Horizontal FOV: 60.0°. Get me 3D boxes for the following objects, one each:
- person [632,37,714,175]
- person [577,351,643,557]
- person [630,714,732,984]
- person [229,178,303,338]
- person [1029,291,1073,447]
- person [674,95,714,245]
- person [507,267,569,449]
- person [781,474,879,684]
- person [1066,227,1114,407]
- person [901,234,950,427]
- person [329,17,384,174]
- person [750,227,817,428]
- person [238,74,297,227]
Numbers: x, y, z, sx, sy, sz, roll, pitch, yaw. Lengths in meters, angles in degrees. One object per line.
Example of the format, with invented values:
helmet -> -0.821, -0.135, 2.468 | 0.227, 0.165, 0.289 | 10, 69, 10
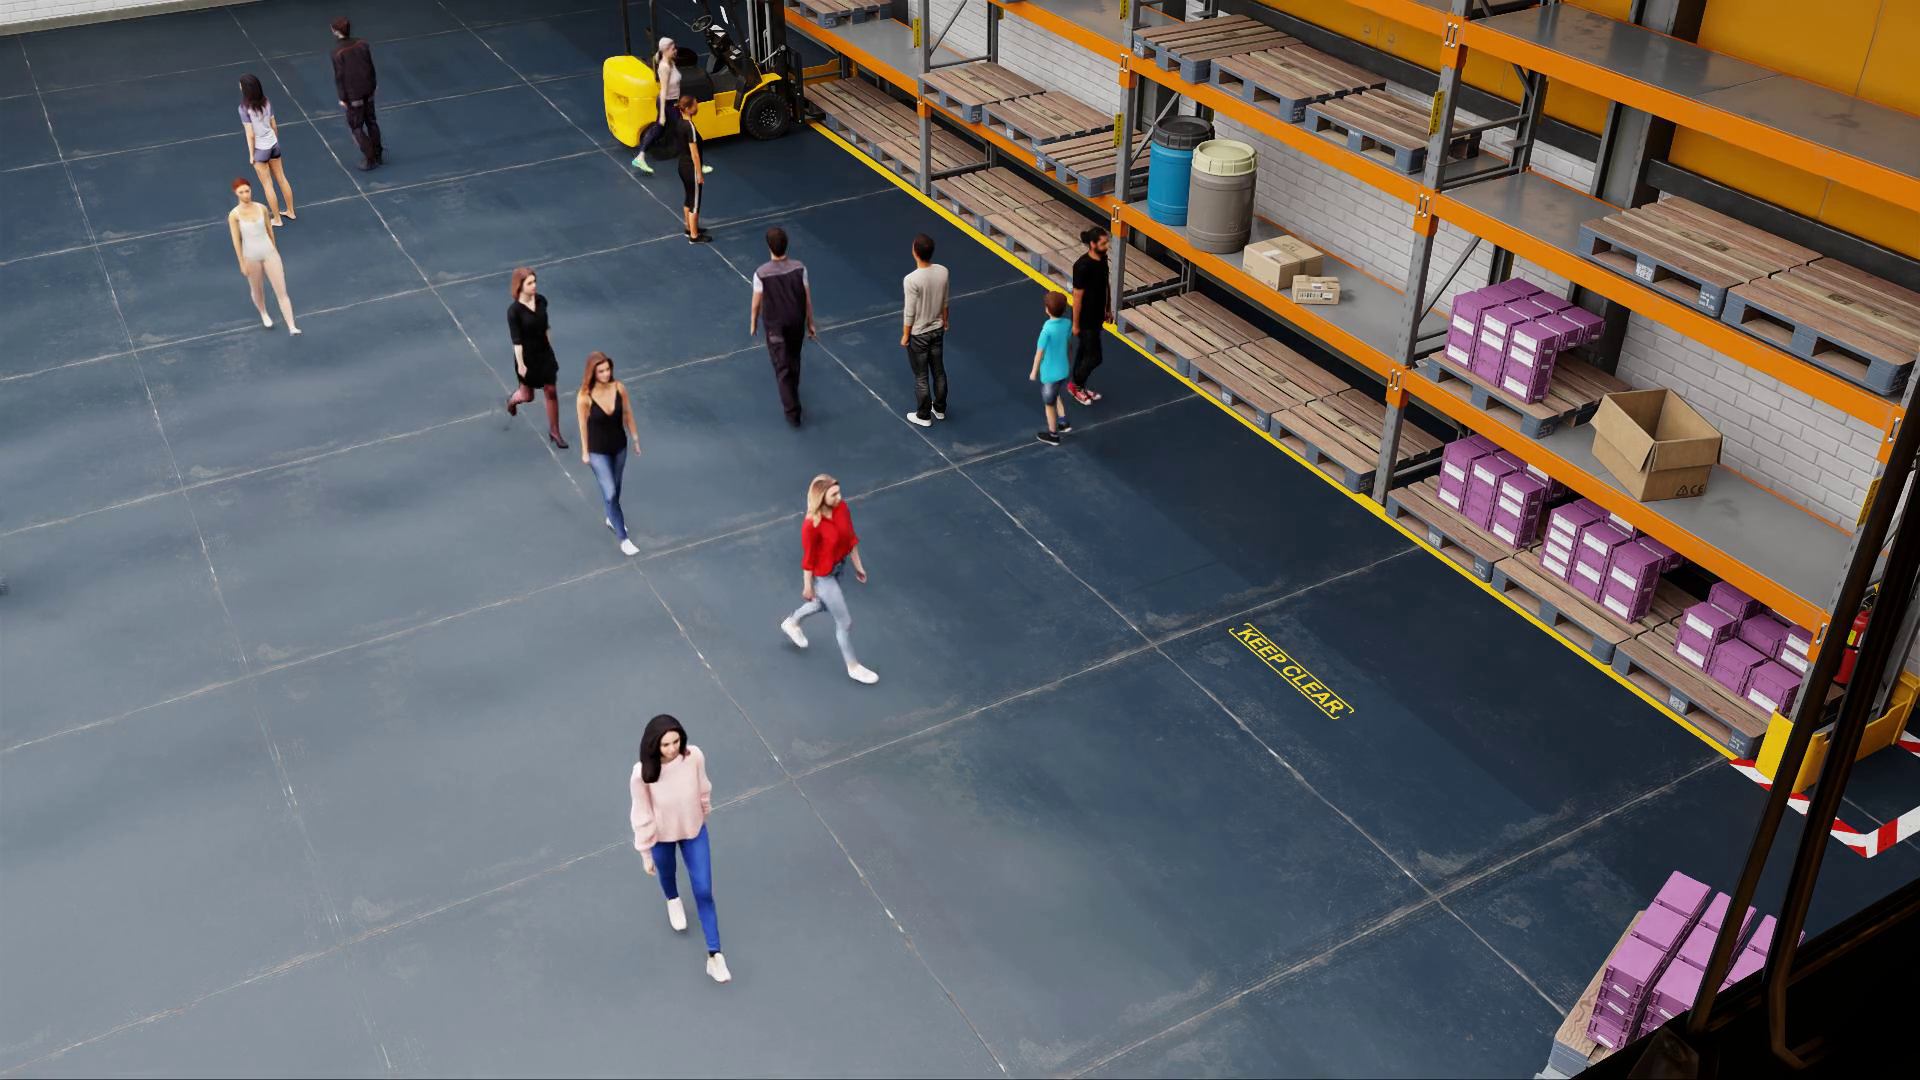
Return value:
person -> -3.597, -5.163, 19.954 | 1.050, 1.660, 1.229 | -2, 34, -3
person -> -2.861, -0.765, 13.307 | 0.707, 1.694, 0.968 | -27, 42, -34
person -> -1.682, 1.664, 9.626 | 0.765, 1.723, 1.147 | -12, 35, -17
person -> -6.967, -2.814, 16.471 | 0.633, 1.603, 1.033 | -22, 40, -30
person -> 0.882, -1.484, 14.619 | 0.643, 1.439, 0.615 | 23, 40, 31
person -> -2.981, -4.100, 18.349 | 0.662, 1.667, 0.478 | -14, 36, -20
person -> -3.788, -1.594, 14.563 | 1.036, 1.683, 0.834 | 21, 39, 28
person -> -0.997, 0.226, 11.838 | 1.210, 1.670, 0.975 | 18, 38, 25
person -> 1.107, -2.059, 15.206 | 0.779, 1.747, 0.749 | 13, 36, 19
person -> -0.299, -1.876, 14.873 | 0.698, 1.811, 0.586 | -24, 41, -32
person -> -7.308, -5.431, 20.192 | 0.952, 1.842, 0.942 | 24, 41, 32
person -> -1.539, -1.863, 14.844 | 0.797, 1.822, 1.081 | -12, 35, -17
person -> -7.837, -4.407, 18.749 | 0.683, 1.734, 0.661 | 15, 36, 21
